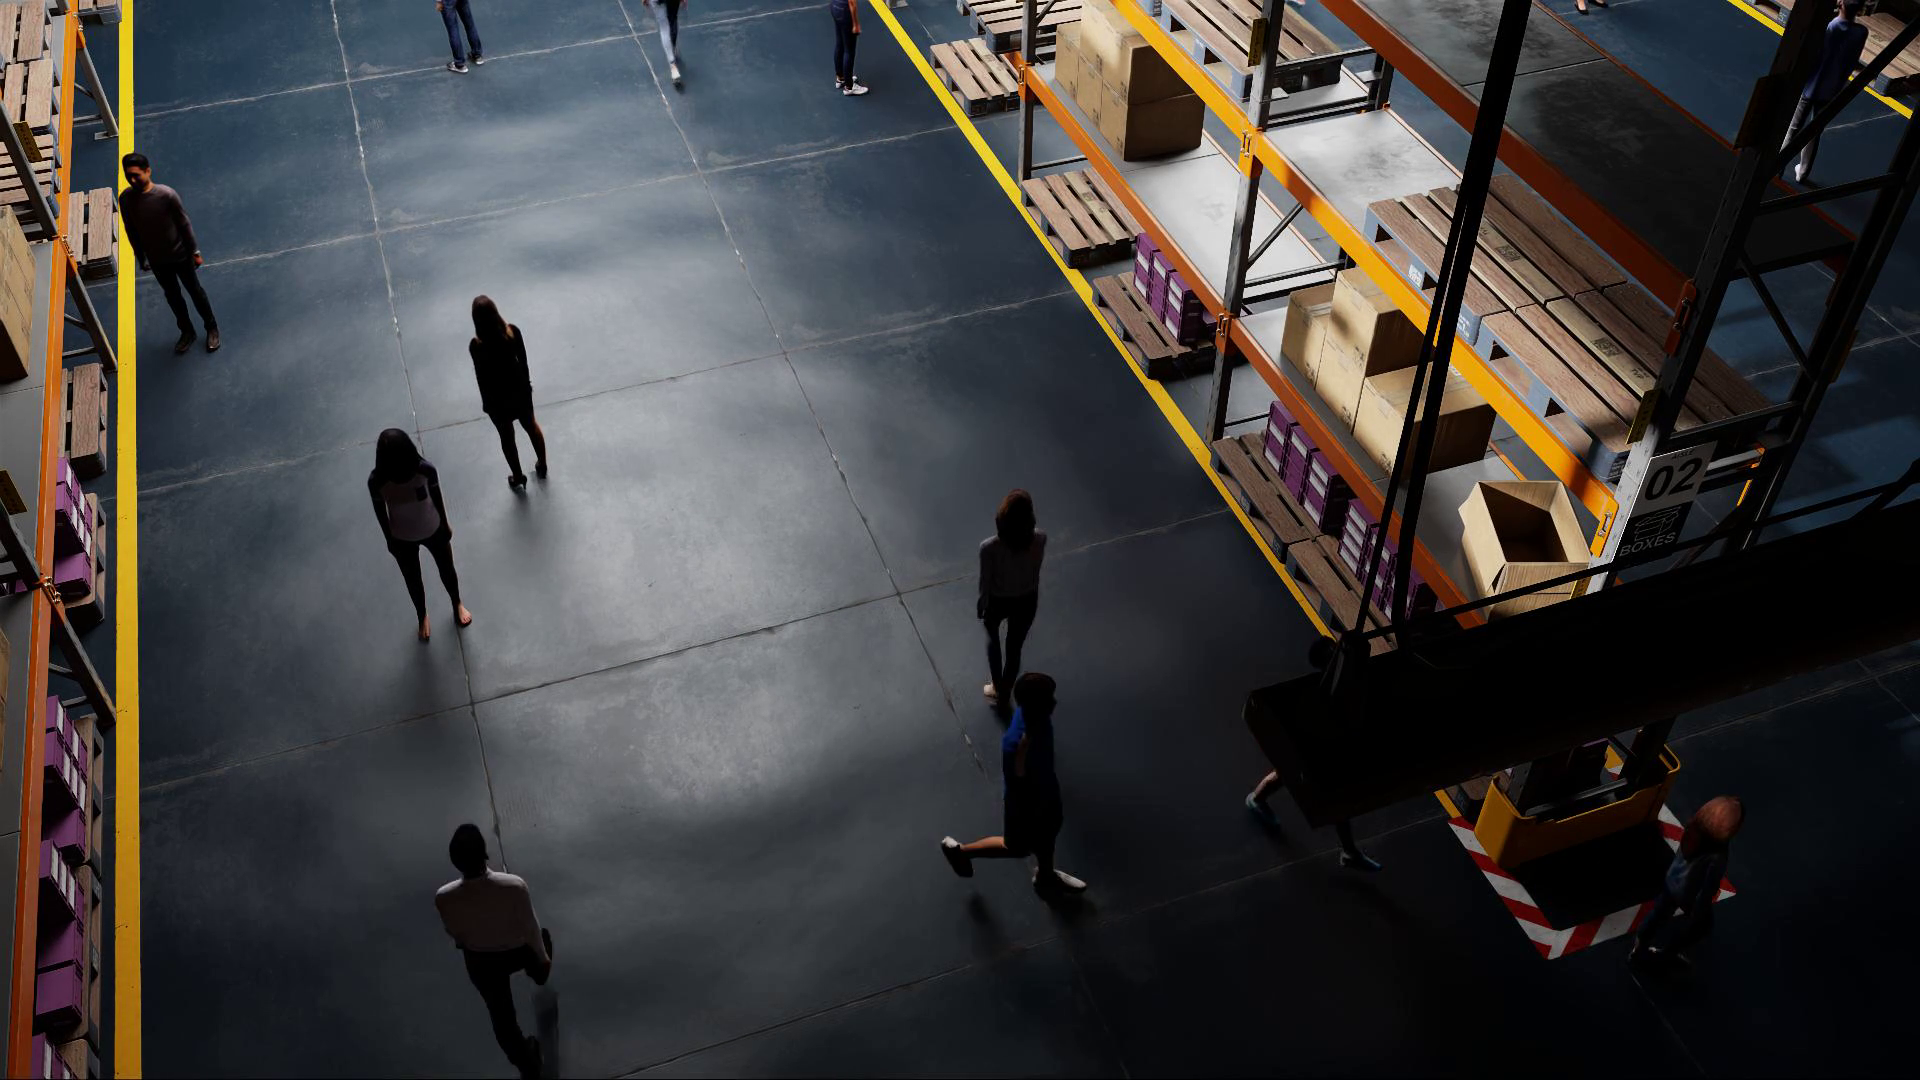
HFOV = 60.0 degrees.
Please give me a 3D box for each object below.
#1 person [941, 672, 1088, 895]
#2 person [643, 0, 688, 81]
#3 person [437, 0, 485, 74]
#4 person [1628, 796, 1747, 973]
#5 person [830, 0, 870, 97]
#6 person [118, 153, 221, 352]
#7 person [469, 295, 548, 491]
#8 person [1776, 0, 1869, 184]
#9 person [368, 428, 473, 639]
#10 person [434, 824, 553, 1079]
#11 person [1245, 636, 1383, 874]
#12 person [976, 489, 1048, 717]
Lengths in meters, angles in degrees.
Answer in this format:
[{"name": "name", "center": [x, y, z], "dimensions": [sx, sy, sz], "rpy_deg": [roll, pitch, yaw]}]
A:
[{"name": "person", "center": [0.316, 1.415, 9.398], "dimensions": [1.108, 1.846, 1.139], "rpy_deg": [10, 44, 10]}, {"name": "person", "center": [-2.969, -5.440, 16.724], "dimensions": [0.683, 1.667, 1.113], "rpy_deg": [-10, 45, -11]}, {"name": "person", "center": [-5.158, -5.535, 16.903], "dimensions": [0.660, 1.557, 0.622], "rpy_deg": [29, 51, 27]}, {"name": "person", "center": [3.941, 1.911, 9.151], "dimensions": [0.721, 1.469, 0.598], "rpy_deg": [-2, 44, -2]}, {"name": "person", "center": [-1.149, -5.231, 16.533], "dimensions": [0.642, 1.628, 0.472], "rpy_deg": [-17, 46, -17]}, {"name": "person", "center": [-6.353, -2.312, 13.368], "dimensions": [0.700, 1.767, 0.605], "rpy_deg": [-7, 44, -7]}, {"name": "person", "center": [-3.304, -1.068, 12.129], "dimensions": [0.616, 1.675, 0.588], "rpy_deg": [-31, 52, -28]}, {"name": "person", "center": [7.850, -4.141, 15.201], "dimensions": [0.729, 1.887, 0.694], "rpy_deg": [2, 44, 2]}, {"name": "person", "center": [-3.608, -0.075, 11.063], "dimensions": [0.610, 1.707, 0.553], "rpy_deg": [-18, 47, -18]}, {"name": "person", "center": [-2.369, 2.208, 8.573], "dimensions": [0.760, 1.837, 1.169], "rpy_deg": [-8, 44, -8]}, {"name": "person", "center": [2.000, 1.194, 9.728], "dimensions": [0.966, 1.711, 1.253], "rpy_deg": [-34, 53, -31]}, {"name": "person", "center": [0.354, 0.465, 10.448], "dimensions": [0.648, 1.773, 0.664], "rpy_deg": [-10, 45, -11]}]
